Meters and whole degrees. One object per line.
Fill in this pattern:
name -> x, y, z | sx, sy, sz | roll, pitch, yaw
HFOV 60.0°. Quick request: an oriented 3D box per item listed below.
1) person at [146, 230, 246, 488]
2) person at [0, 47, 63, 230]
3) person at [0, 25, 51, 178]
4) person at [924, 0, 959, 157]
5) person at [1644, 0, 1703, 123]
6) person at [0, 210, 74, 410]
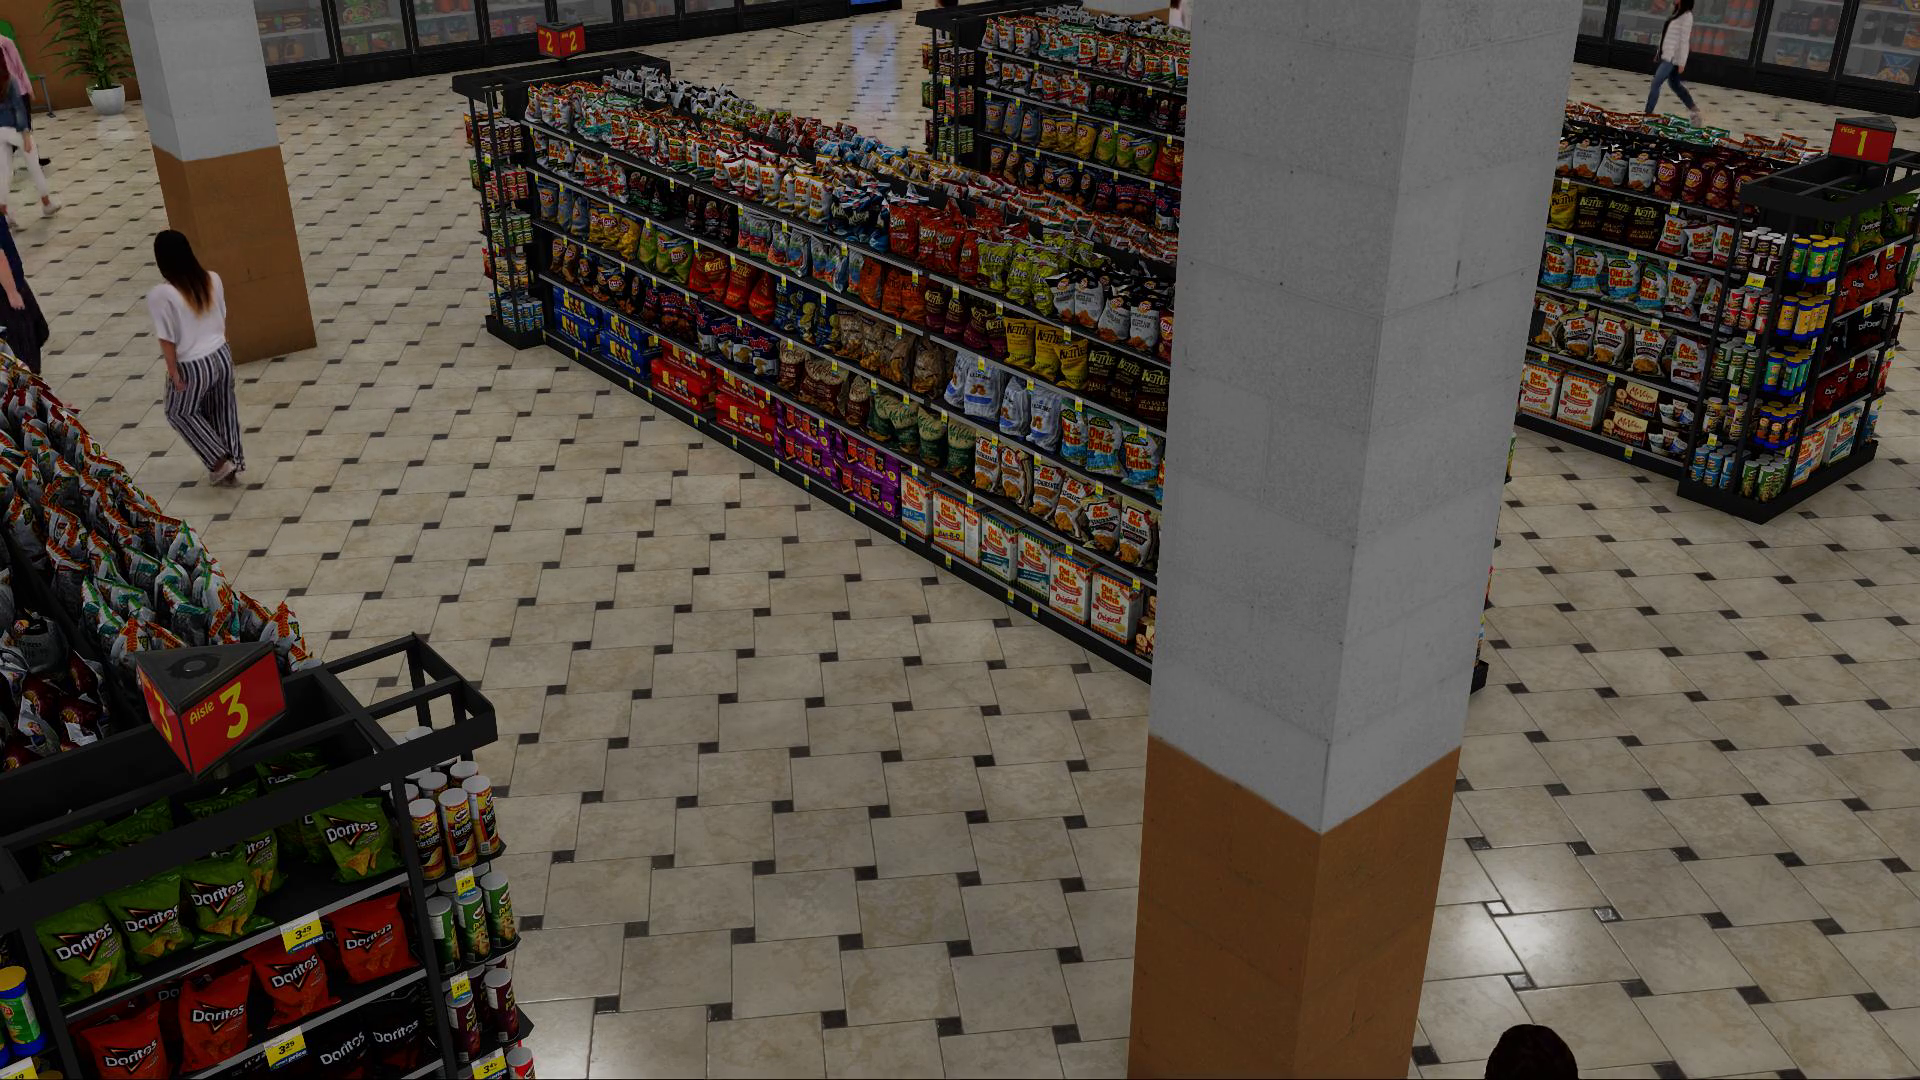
person -> -4.633, -1.077, 10.219 | 0.819, 1.669, 0.774 | 17, 31, 30
person -> -8.848, -3.698, 15.394 | 1.082, 1.664, 1.194 | 0, 27, 1
person -> -9.826, -4.576, 17.122 | 1.053, 1.667, 0.999 | 8, 28, 15
person -> 0.011, -4.533, 16.817 | 1.177, 1.866, 1.268 | -4, 27, -9
person -> 8.251, -5.525, 19.059 | 1.134, 1.606, 1.032 | 4, 27, 9
person -> -6.542, -1.686, 11.214 | 0.825, 1.856, 0.807 | -13, 30, -24
